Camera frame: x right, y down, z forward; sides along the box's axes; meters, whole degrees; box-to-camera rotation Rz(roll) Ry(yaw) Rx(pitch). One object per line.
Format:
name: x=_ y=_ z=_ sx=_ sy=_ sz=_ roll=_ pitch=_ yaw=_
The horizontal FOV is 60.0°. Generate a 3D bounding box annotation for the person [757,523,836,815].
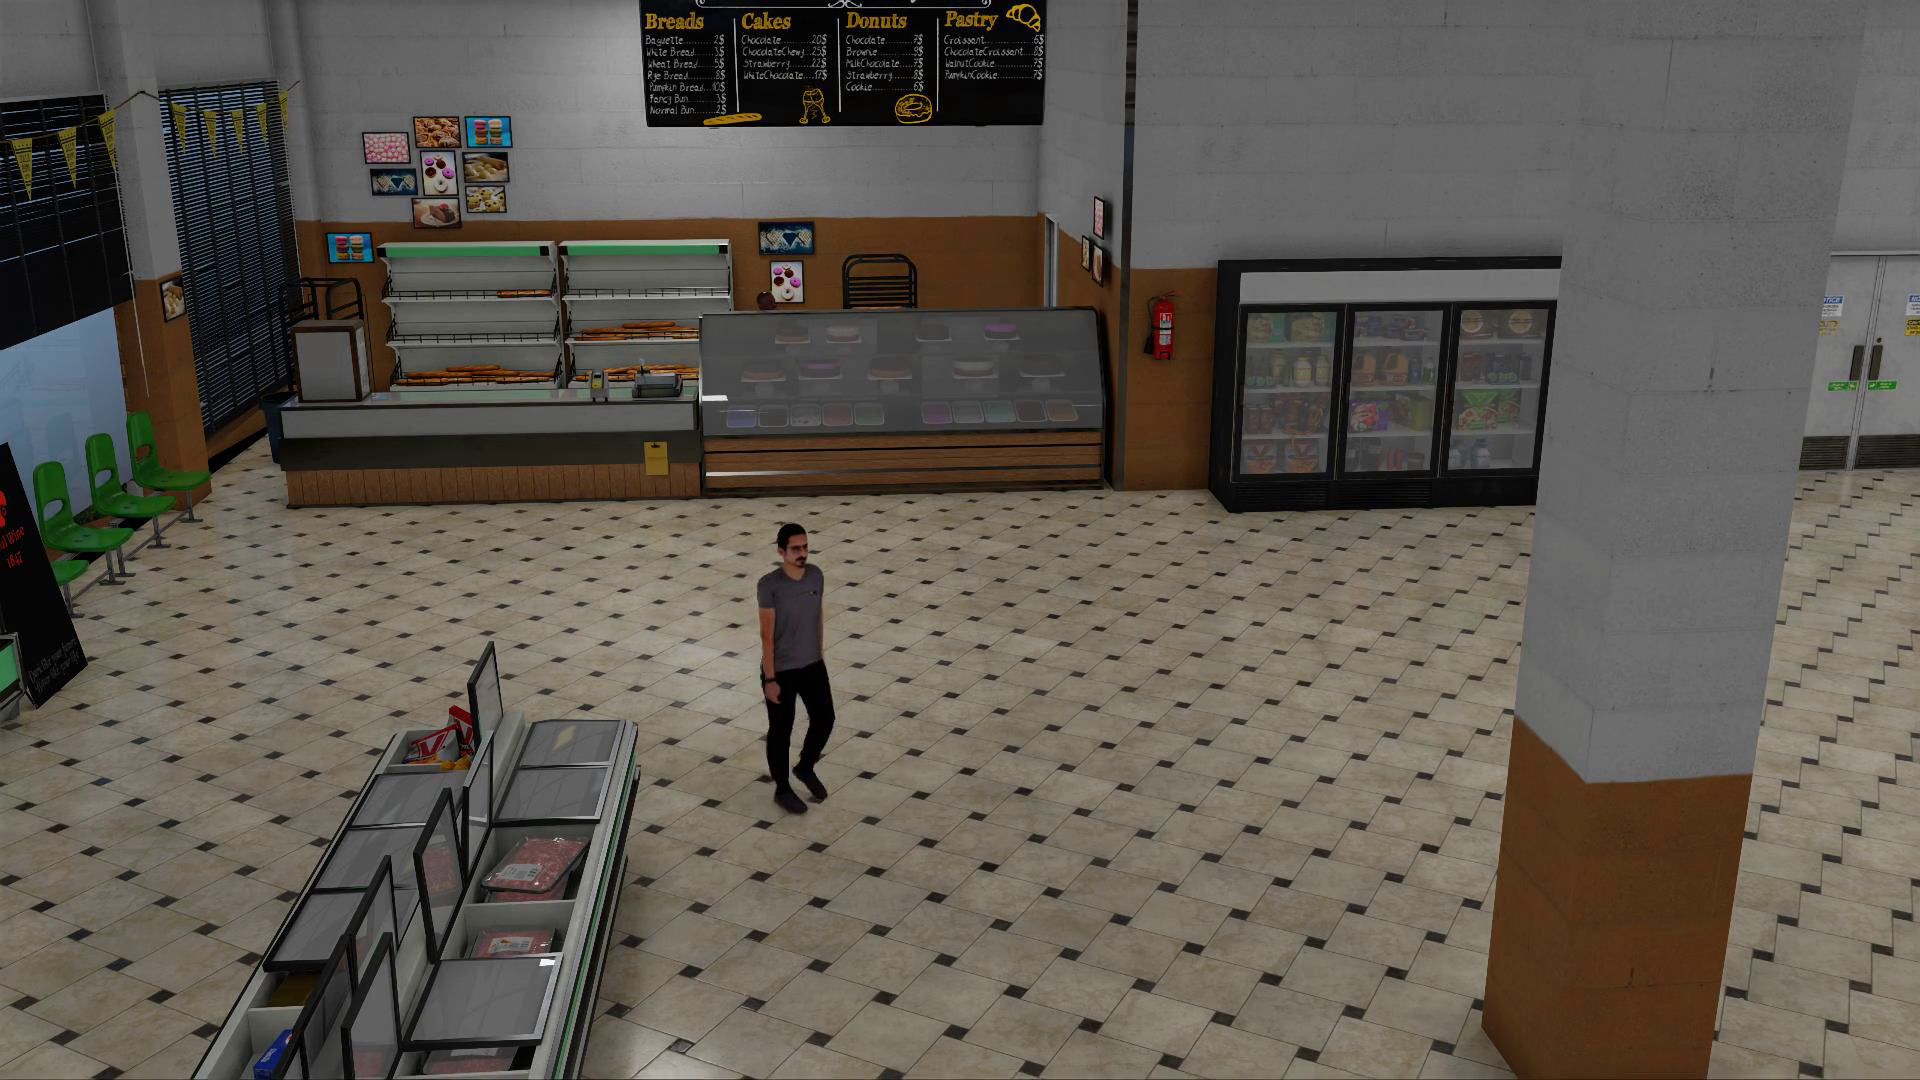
person: x=-1.013 y=0.720 z=9.724 sx=0.748 sy=1.746 sz=0.775 roll=-12 pitch=20 yaw=-33
